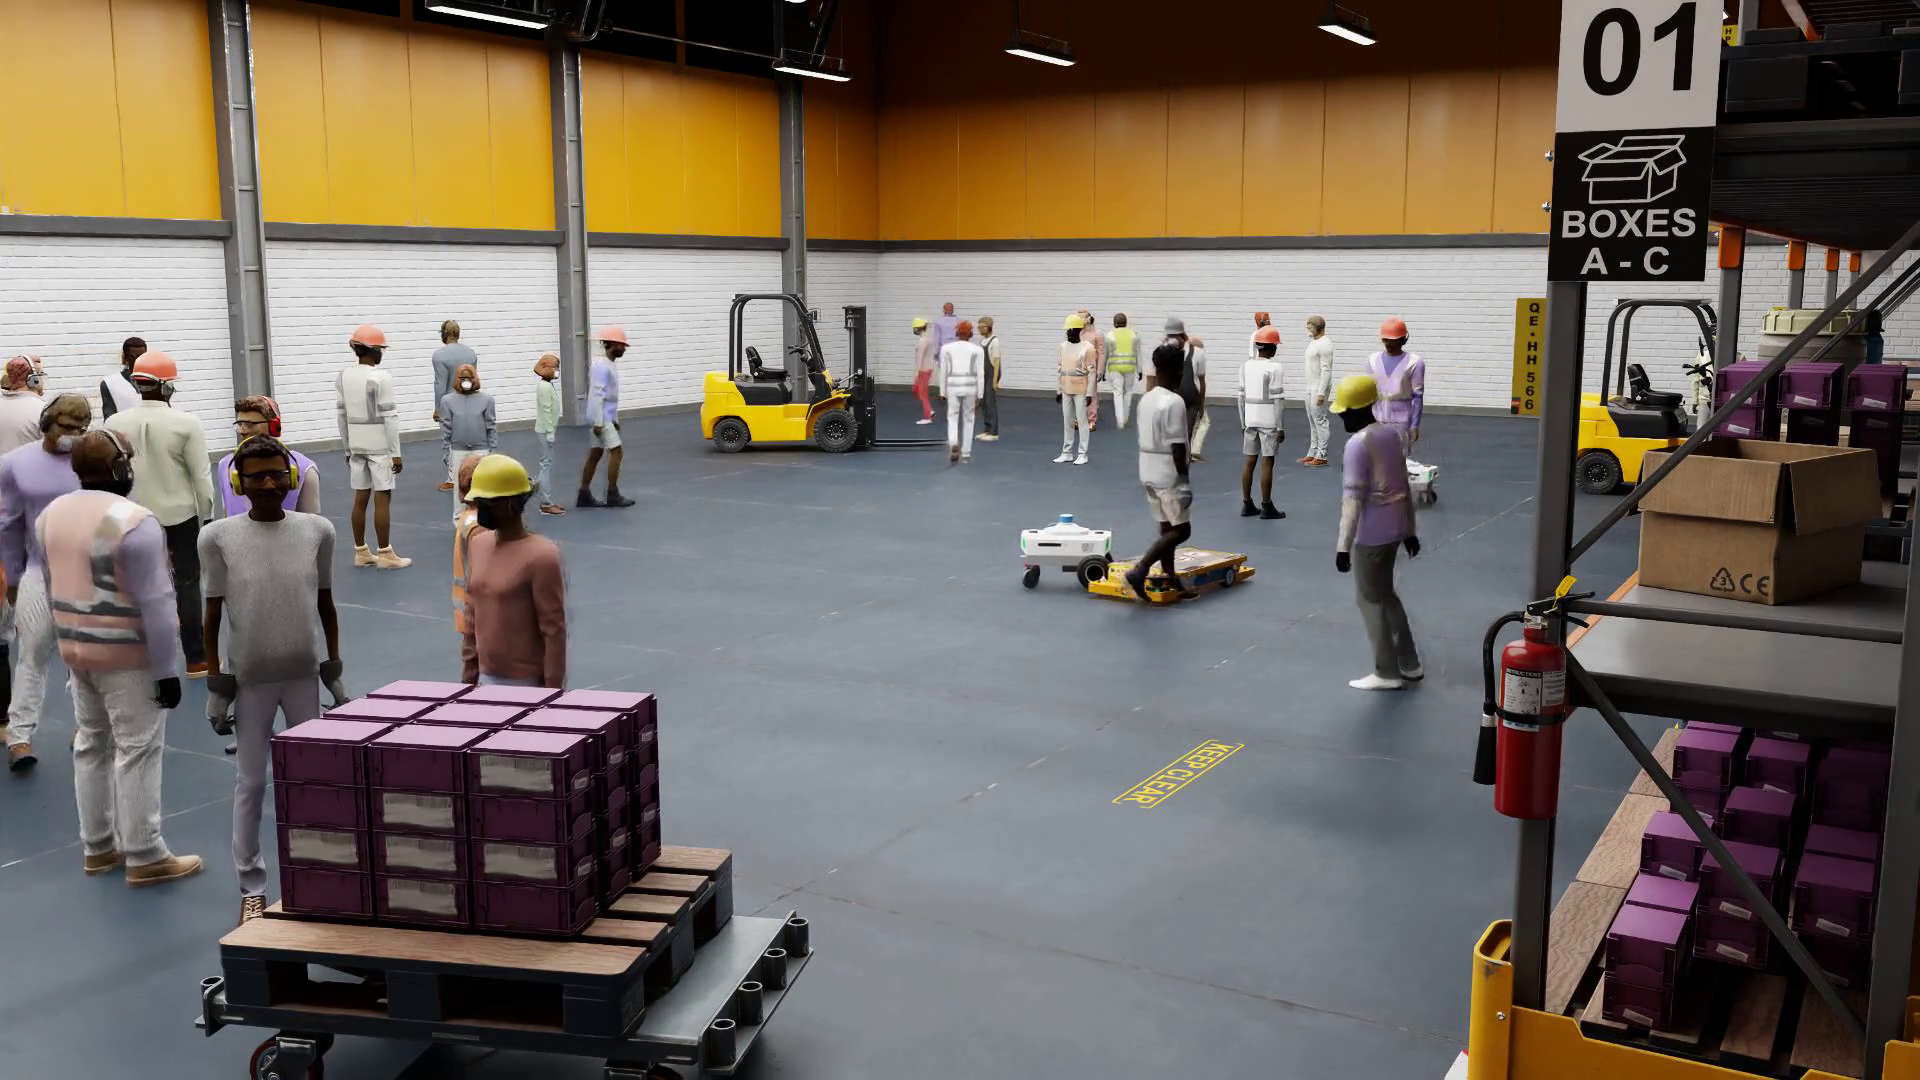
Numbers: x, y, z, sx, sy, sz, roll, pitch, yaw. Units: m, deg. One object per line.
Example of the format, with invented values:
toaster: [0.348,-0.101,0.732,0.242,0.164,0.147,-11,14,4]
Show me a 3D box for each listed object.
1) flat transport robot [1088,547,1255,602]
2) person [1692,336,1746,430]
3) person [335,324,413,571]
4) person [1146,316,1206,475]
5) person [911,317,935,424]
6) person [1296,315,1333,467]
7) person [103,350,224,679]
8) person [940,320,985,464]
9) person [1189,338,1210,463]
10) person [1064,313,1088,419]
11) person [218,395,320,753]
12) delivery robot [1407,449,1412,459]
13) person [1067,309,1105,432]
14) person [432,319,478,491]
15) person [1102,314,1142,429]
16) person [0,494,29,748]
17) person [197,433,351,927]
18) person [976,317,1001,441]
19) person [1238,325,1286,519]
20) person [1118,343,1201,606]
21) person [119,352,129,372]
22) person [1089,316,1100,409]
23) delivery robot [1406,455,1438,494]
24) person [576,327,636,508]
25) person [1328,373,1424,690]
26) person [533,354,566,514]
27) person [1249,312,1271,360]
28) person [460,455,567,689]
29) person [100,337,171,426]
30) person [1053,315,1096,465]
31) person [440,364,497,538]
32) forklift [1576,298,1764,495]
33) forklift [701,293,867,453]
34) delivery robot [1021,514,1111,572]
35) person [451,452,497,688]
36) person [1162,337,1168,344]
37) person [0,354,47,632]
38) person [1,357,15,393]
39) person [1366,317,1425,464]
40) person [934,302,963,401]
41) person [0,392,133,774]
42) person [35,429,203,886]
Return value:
flat transport robot: [1.668,0.252,12.957,0.652,0.197,1.431,7,11,38]
person: [9.254,-1.706,20.313,0.591,1.834,0.404,5,10,27]
person: [-4.854,-0.764,13.783,0.615,2.040,0.380,5,10,27]
person: [2.494,-1.635,19.229,0.680,2.000,1.020,3,9,16]
person: [-0.623,-2.749,27.079,0.389,1.745,0.547,1,9,5]
person: [4.542,-1.893,21.175,0.372,1.934,0.627,-1,9,-4]
person: [-4.813,-0.144,10.060,0.622,1.993,0.382,0,9,-2]
person: [0.027,-1.889,21.343,0.592,1.869,0.574,1,9,6]
person: [3.053,-1.800,21.554,0.489,1.615,0.503,-3,10,-19]
person: [1.968,-2.885,27.811,0.614,1.788,0.564,9,12,43]
person: [-3.516,0.179,8.510,0.565,1.846,0.390,2,9,13]
delivery robot: [4.945,-0.995,19.564,0.477,0.478,0.707,-8,12,-40]
person: [1.919,-2.638,25.909,0.652,1.906,0.402,5,10,28]
person: [-5.723,-1.520,18.825,0.372,1.940,0.631,4,10,25]
person: [2.554,-2.703,26.593,0.652,1.808,0.890,-1,9,-6]
person: [-5.006,0.285,8.378,0.617,1.689,0.608,-4,10,-24]
person: [-2.563,0.529,6.250,0.514,1.872,0.328,-7,11,-36]
person: [0.420,-2.358,24.399,0.389,1.825,0.528,-4,10,-25]
person: [3.054,-1.179,16.700,0.361,1.935,0.553,-7,11,-37]
person: [1.497,-0.465,12.201,0.676,1.949,0.650,-3,9,-15]
person: [-9.703,-1.461,19.453,0.515,1.618,0.723,7,11,36]
person: [2.316,-3.213,30.135,0.536,1.700,0.318,5,11,30]
delivery robot: [4.699,-0.693,17.675,0.707,0.478,0.477,4,10,26]
person: [-3.707,-1.274,17.406,0.726,1.896,0.554,-2,9,-11]
person: [2.419,-0.042,9.779,0.498,1.879,0.625,7,11,36]
person: [-4.210,-1.081,17.034,0.278,1.633,0.498,-2,9,-14]
person: [4.529,-2.494,25.083,0.355,1.882,0.575,0,9,-2]
person: [-1.739,0.531,6.616,0.541,1.761,0.548,7,12,38]
person: [-7.041,-0.783,14.293,0.391,1.918,0.590,7,12,39]
person: [1.474,-1.932,21.429,0.585,1.929,0.375,9,13,43]
person: [-4.555,-0.823,15.450,0.501,1.626,0.278,-2,9,-13]
forklift: [7.954,-1.589,18.462,2.313,2.155,1.214,5,11,30]
forklift: [-2.458,-2.344,23.176,2.313,2.155,1.214,0,9,-2]
delivery robot: [0.831,0.043,13.086,0.707,0.478,0.477,1,9,5]
person: [-2.181,0.415,7.681,0.308,1.640,0.511,-4,10,-21]
person: [2.802,-1.865,21.924,0.315,1.636,0.514,1,9,8]
person: [-6.291,-0.305,11.346,0.643,1.909,0.409,3,10,19]
person: [-8.029,-0.698,14.300,0.287,1.746,0.487,-3,10,-21]
person: [4.218,-1.163,16.305,0.605,2.034,0.394,6,11,33]
person: [-0.215,-3.648,32.218,0.649,1.904,0.401,-3,10,-20]
person: [-4.460,0.199,8.306,0.651,1.872,0.901,-2,9,-14]
person: [-3.379,0.477,6.700,0.658,1.837,0.430,5,10,26]
